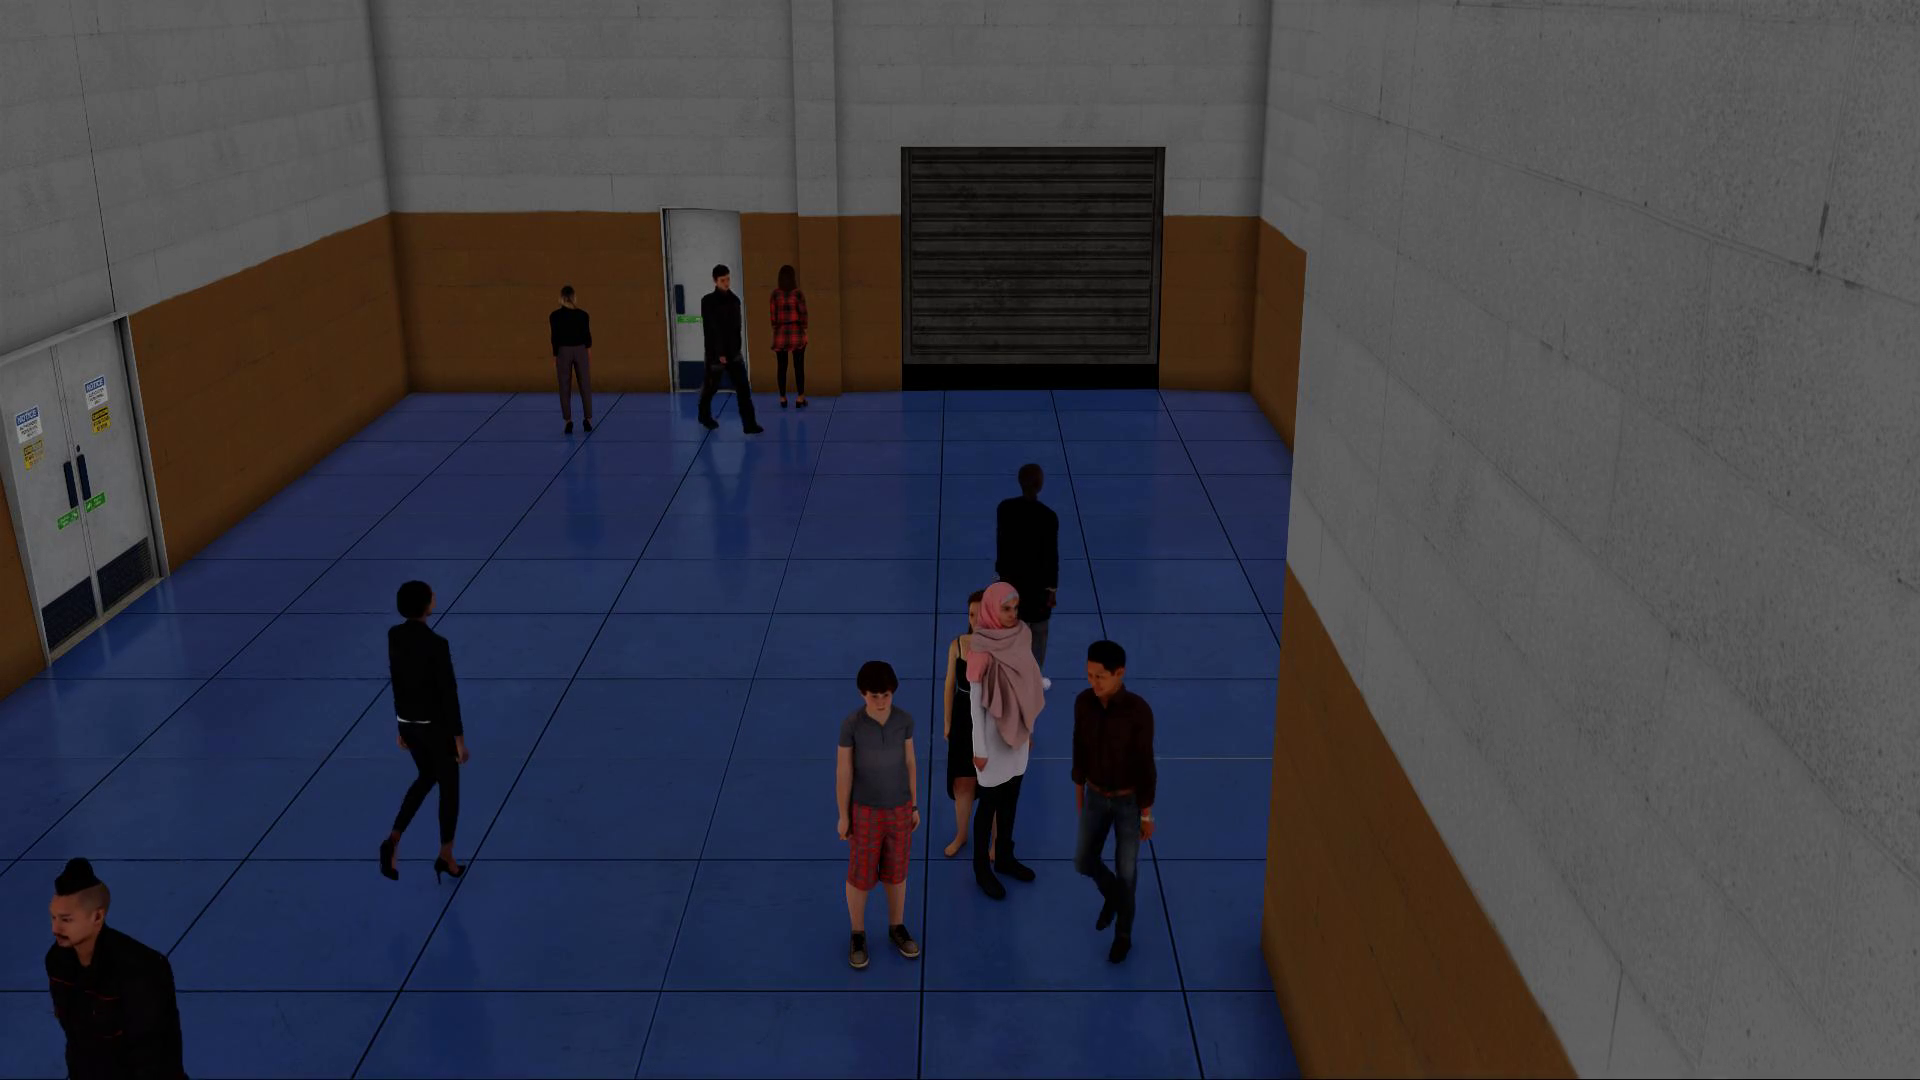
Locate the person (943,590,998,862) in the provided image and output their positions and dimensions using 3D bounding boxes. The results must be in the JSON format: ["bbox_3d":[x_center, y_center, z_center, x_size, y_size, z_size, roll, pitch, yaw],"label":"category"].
[{"bbox_3d":[0.122,1.060,9.600,0.583,1.625,0.685,5,19,14],"label":"person"}]

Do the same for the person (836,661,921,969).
[{"bbox_3d":[-0.418,1.384,8.578,0.570,1.650,0.718,-6,20,-18],"label":"person"}]

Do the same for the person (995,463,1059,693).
[{"bbox_3d":[0.411,0.335,11.565,1.021,1.743,0.996,11,21,29],"label":"person"}]

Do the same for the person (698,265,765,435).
[{"bbox_3d":[-2.720,-2.103,18.574,1.292,1.883,1.259,17,25,41],"label":"person"}]

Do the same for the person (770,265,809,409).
[{"bbox_3d":[-2.032,-2.427,19.819,0.541,1.702,0.704,3,19,9],"label":"person"}]

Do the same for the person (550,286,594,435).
[{"bbox_3d":[-4.349,-2.020,18.660,0.570,1.671,0.721,-6,20,-17],"label":"person"}]

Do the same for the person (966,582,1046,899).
[{"bbox_3d":[0.226,1.090,9.230,0.793,1.804,0.740,16,25,40],"label":"person"}]

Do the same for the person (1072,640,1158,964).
[{"bbox_3d":[0.841,1.314,8.631,0.773,1.762,0.863,9,21,24],"label":"person"}]

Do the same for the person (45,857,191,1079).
[{"bbox_3d":[-3.112,2.036,6.382,1.181,1.807,1.047,6,19,17],"label":"person"}]

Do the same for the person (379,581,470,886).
[{"bbox_3d":[-2.971,1.119,9.121,0.861,1.819,0.859,10,21,26],"label":"person"}]
